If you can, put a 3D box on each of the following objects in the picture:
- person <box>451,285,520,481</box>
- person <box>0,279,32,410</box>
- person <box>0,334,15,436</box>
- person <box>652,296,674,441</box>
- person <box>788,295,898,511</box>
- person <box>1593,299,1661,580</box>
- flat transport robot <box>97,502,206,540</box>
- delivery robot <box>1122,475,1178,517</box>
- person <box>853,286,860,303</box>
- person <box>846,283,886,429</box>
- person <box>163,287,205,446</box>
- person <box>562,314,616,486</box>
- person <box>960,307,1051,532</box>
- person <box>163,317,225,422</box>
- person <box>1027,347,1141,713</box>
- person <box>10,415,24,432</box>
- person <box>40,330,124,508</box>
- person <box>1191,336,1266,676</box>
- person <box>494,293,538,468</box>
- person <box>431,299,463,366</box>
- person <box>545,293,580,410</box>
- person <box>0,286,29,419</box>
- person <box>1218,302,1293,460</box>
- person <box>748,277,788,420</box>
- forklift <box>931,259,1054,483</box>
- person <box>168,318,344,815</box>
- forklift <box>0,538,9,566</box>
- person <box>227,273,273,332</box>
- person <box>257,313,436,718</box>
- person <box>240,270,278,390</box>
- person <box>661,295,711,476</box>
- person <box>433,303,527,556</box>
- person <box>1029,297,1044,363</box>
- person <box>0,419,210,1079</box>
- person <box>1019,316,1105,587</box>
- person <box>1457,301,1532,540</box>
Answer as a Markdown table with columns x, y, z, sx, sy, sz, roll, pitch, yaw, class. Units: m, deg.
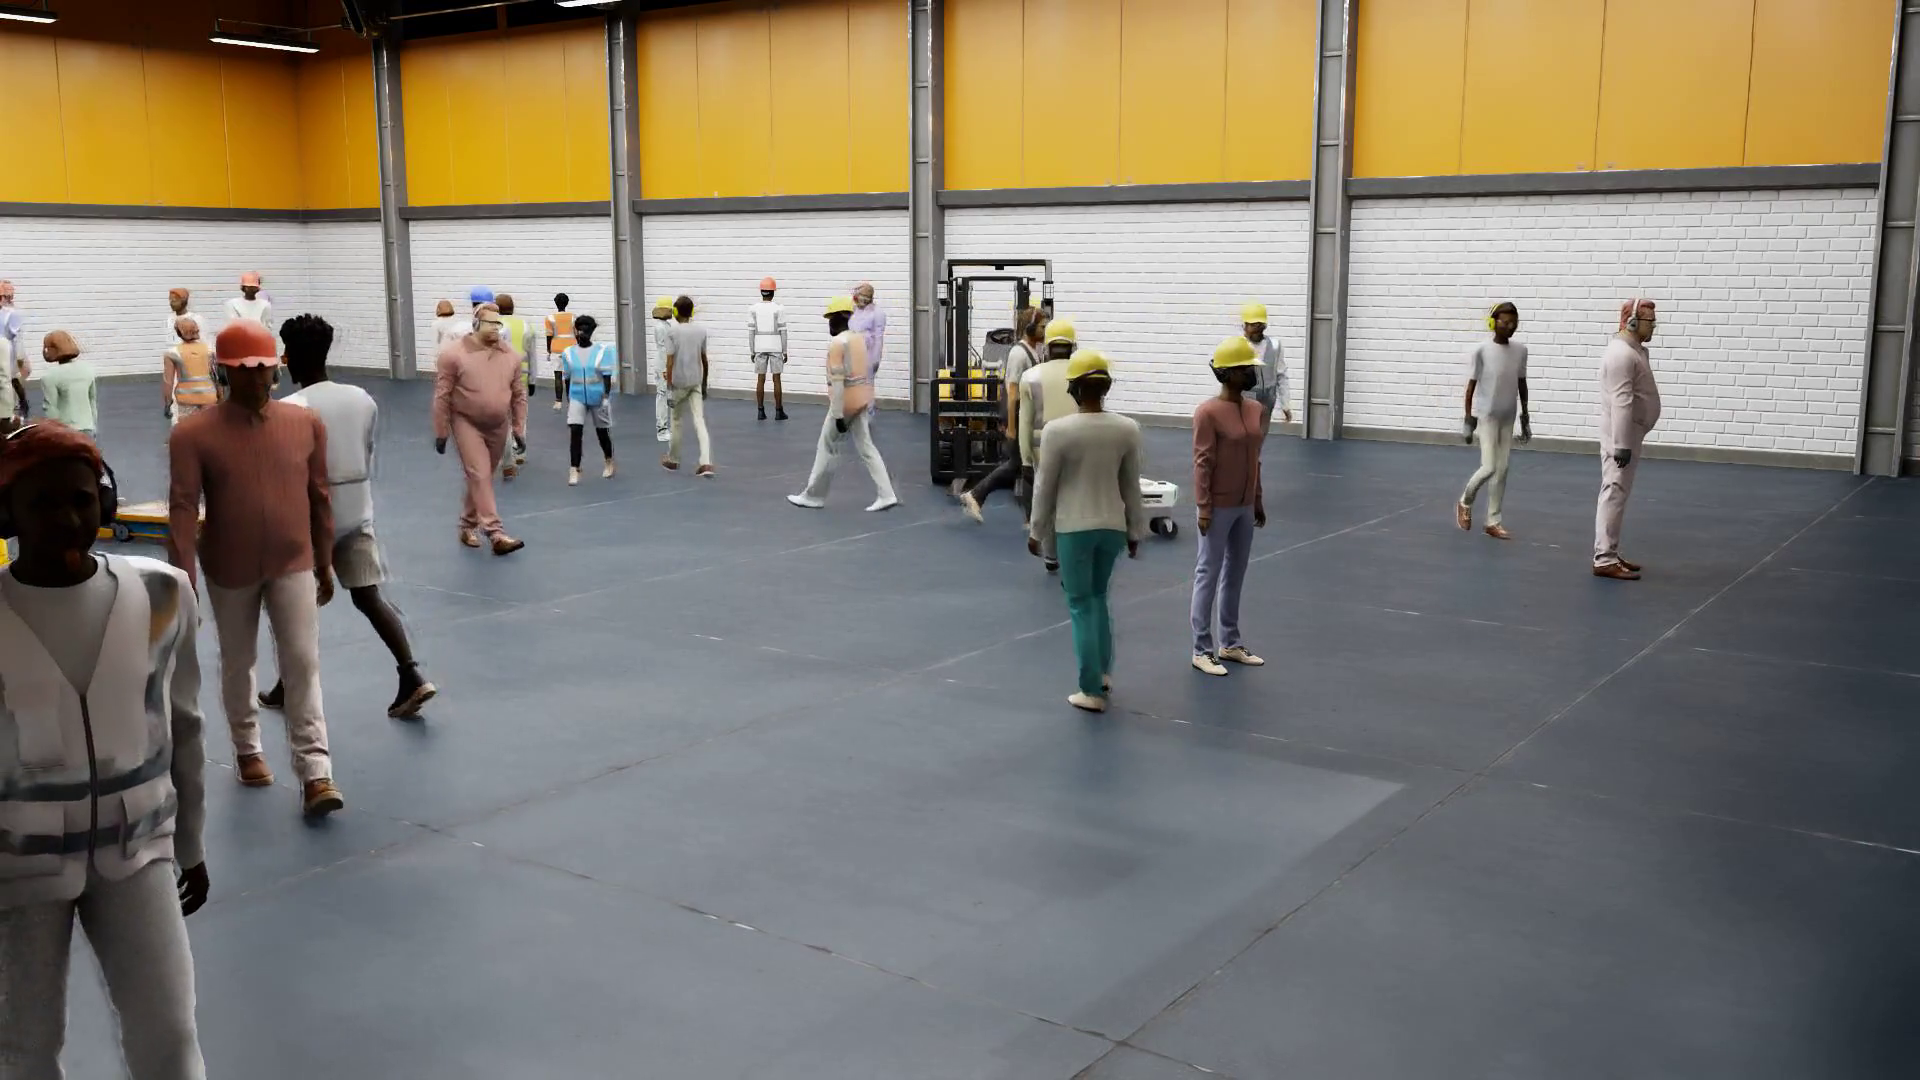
| x | y | z | sx | sy | sz | roll | pitch | yaw | class |
| --- | --- | --- | --- | --- | --- | --- | --- | --- | --- |
| -4.566 | -1.490 | 16.095 | 0.639 | 1.914 | 0.882 | 0 | 10 | -1 | person |
| -13.741 | -2.815 | 24.057 | 0.428 | 1.892 | 0.677 | -1 | 10 | -7 | person |
| -7.651 | -0.985 | 12.993 | 0.625 | 1.961 | 0.802 | -1 | 10 | -8 | person |
| -3.549 | -2.070 | 20.073 | 0.295 | 1.745 | 0.486 | -1 | 10 | -9 | person |
| -0.974 | -1.170 | 14.405 | 1.013 | 1.884 | 0.588 | 5 | 11 | 27 | person |
| 4.572 | -0.693 | 11.394 | 0.402 | 1.904 | 0.652 | 4 | 10 | 22 | person |
| -6.044 | -0.143 | 12.973 | 1.431 | 0.197 | 0.652 | 3 | 10 | 18 | flat transport robot |
| 1.327 | -0.332 | 12.977 | 0.707 | 0.478 | 0.477 | -2 | 10 | -10 | delivery robot |
| -1.450 | -2.684 | 23.573 | 0.579 | 1.797 | 0.928 | -6 | 11 | -30 | person |
| -1.313 | -2.350 | 21.390 | 0.783 | 1.883 | 0.402 | 8 | 12 | 39 | person |
| -9.077 | -2.051 | 19.635 | 0.583 | 1.860 | 0.826 | 4 | 10 | 23 | person |
| -3.614 | -1.385 | 16.265 | 0.521 | 1.658 | 0.826 | 0 | 10 | 1 | person |
| 0.399 | -0.956 | 13.259 | 0.801 | 1.813 | 0.531 | 2 | 10 | 13 | person |
| -7.260 | -1.297 | 15.792 | 0.540 | 1.637 | 0.329 | -8 | 12 | -39 | person |
| 0.584 | -0.056 | 8.086 | 0.526 | 1.749 | 0.593 | -5 | 11 | -26 | person |
| -11.624 | -2.059 | 19.771 | 0.768 | 1.836 | 0.575 | -3 | 10 | -15 | person |
| -7.012 | -0.860 | 13.235 | 0.544 | 1.613 | 0.514 | 4 | 10 | 20 | person |
| 1.423 | -0.182 | 8.757 | 0.530 | 1.772 | 0.302 | -9 | 13 | -43 | person |
| -4.788 | -1.670 | 17.471 | 0.637 | 1.824 | 0.588 | -6 | 11 | -32 | person |
| -7.319 | -2.650 | 23.895 | 0.507 | 1.612 | 0.595 | -7 | 12 | -35 | person |
| -5.748 | -2.729 | 24.134 | 0.531 | 1.697 | 0.320 | -4 | 10 | -24 | person |
| -12.835 | -2.519 | 22.344 | 0.558 | 1.896 | 0.979 | -1 | 10 | -9 | person |
| 2.609 | -1.166 | 14.537 | 0.596 | 1.799 | 0.764 | -3 | 10 | -18 | person |
| -2.599 | -2.593 | 22.610 | 0.542 | 1.938 | 0.358 | 1 | 10 | 8 | person |
| 0.370 | -1.738 | 16.759 | 1.214 | 2.155 | 2.313 | 1 | 10 | 3 | forklift |
| -2.763 | 0.103 | 6.554 | 0.650 | 1.935 | 1.039 | -7 | 12 | -34 | person |
| -5.296 | -0.090 | 6.943 | 1.214 | 2.155 | 2.313 | 7 | 12 | 35 | forklift |
| -10.146 | -2.821 | 23.804 | 0.610 | 2.005 | 1.014 | -5 | 11 | -27 | person |
| -2.934 | -0.102 | 7.829 | 0.968 | 1.929 | 0.606 | 6 | 11 | 30 | person |
| -11.855 | -3.501 | 27.843 | 0.979 | 1.995 | 0.626 | 5 | 11 | 28 | person |
| -2.762 | -1.562 | 16.838 | 0.539 | 1.816 | 1.001 | -6 | 11 | -33 | person |
| -3.534 | -0.823 | 12.331 | 0.659 | 1.851 | 0.980 | -9 | 13 | -43 | person |
| 0.798 | -1.987 | 19.578 | 0.741 | 1.745 | 0.516 | 4 | 10 | 24 | person |
| -1.737 | 0.692 | 3.329 | 0.588 | 1.837 | 0.969 | -9 | 13 | -43 | person |
| 0.688 | -0.594 | 11.136 | 0.593 | 1.804 | 0.883 | 0 | 10 | 2 | person |
| 4.183 | -0.929 | 12.971 | 0.529 | 1.857 | 0.442 | -3 | 10 | -17 | person |
